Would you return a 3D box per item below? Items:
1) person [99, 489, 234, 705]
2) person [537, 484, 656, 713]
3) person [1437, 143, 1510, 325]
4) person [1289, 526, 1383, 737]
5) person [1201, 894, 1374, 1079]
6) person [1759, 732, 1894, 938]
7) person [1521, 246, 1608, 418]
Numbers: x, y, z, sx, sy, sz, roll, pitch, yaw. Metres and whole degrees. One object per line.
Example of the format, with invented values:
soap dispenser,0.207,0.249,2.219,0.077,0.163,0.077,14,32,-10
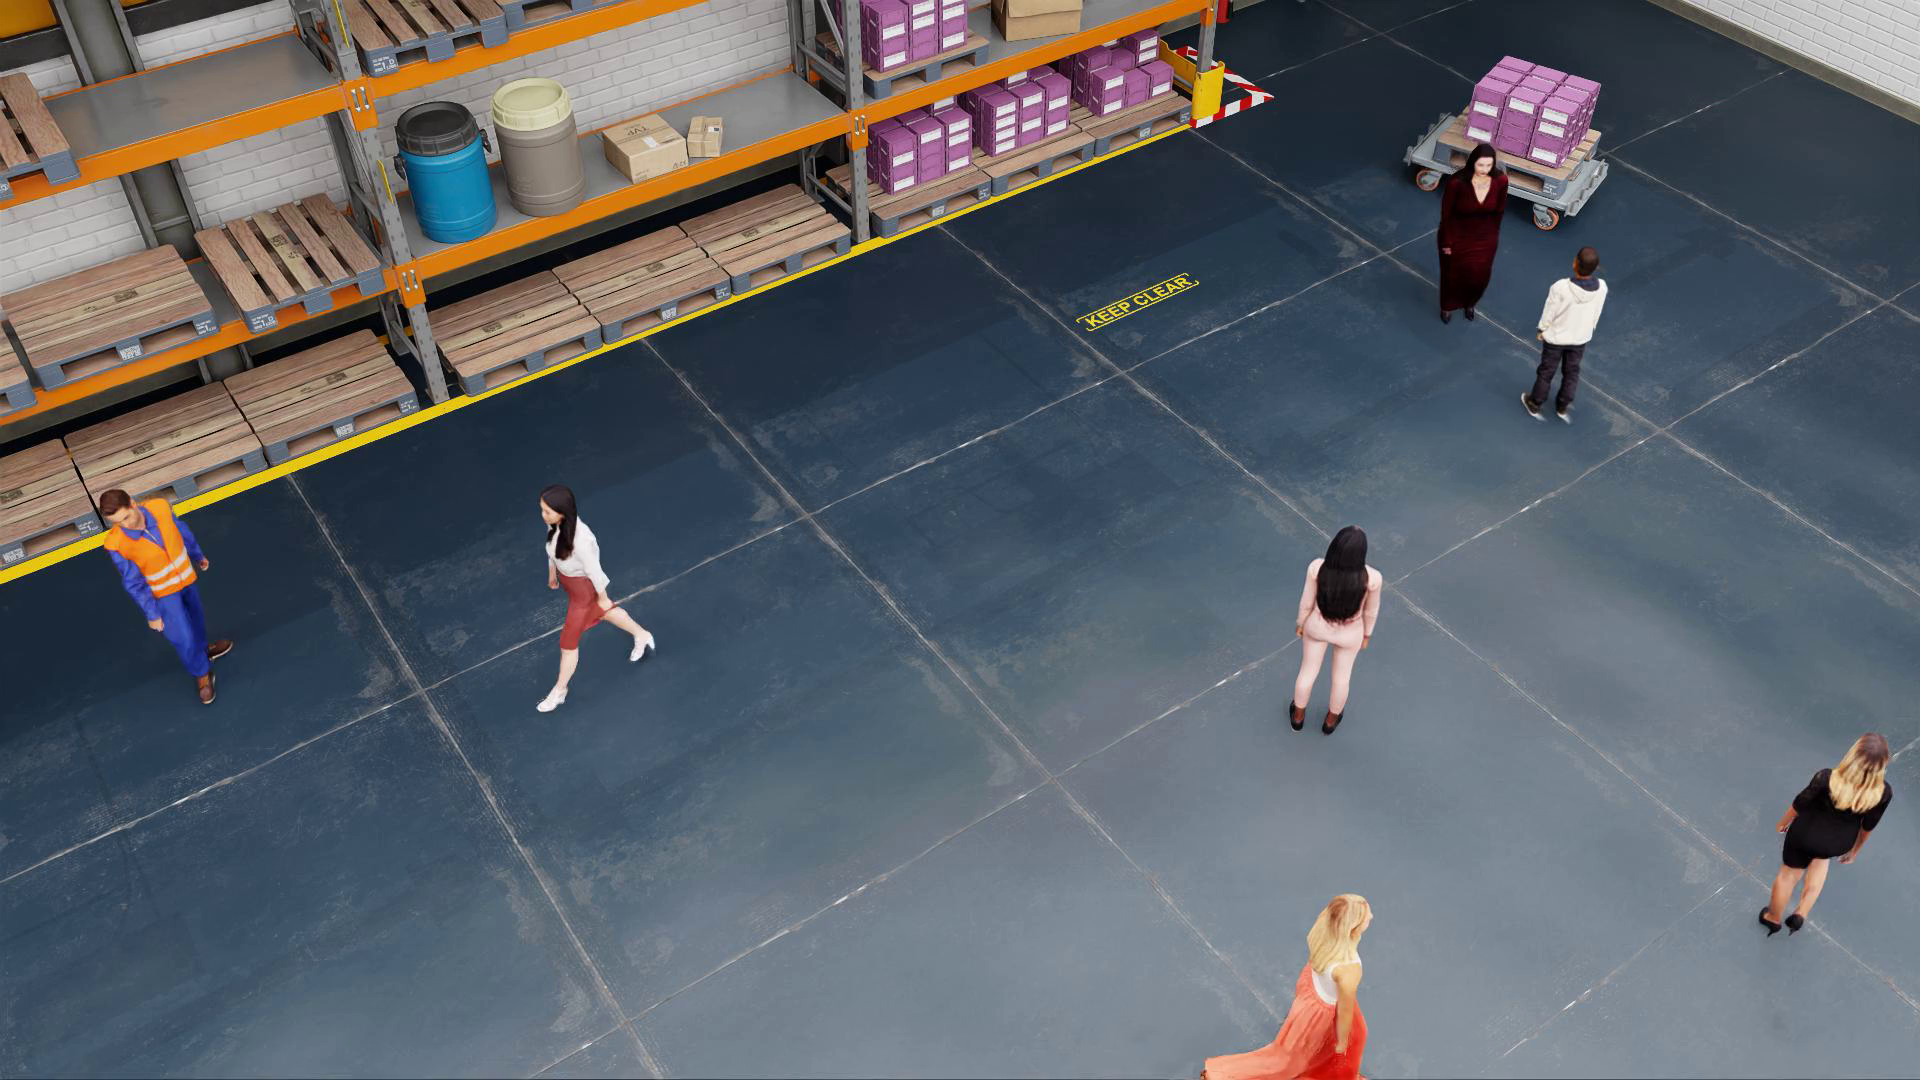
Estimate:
person,-5.009,0.279,10.528,0.954,1.821,0.852,5,44,6
person,-2.330,0.299,10.596,1.102,1.697,0.616,-27,50,-25
person,4.110,-2.528,13.537,0.844,1.734,0.912,0,44,0
person,2.311,0.567,10.297,0.699,1.721,0.734,12,45,12
person,1.711,2.355,8.385,1.238,1.771,1.059,0,44,0
person,4.727,1.709,9.138,0.663,1.667,0.721,8,44,9
person,4.658,-1.575,12.744,0.640,1.449,0.726,2,44,2
